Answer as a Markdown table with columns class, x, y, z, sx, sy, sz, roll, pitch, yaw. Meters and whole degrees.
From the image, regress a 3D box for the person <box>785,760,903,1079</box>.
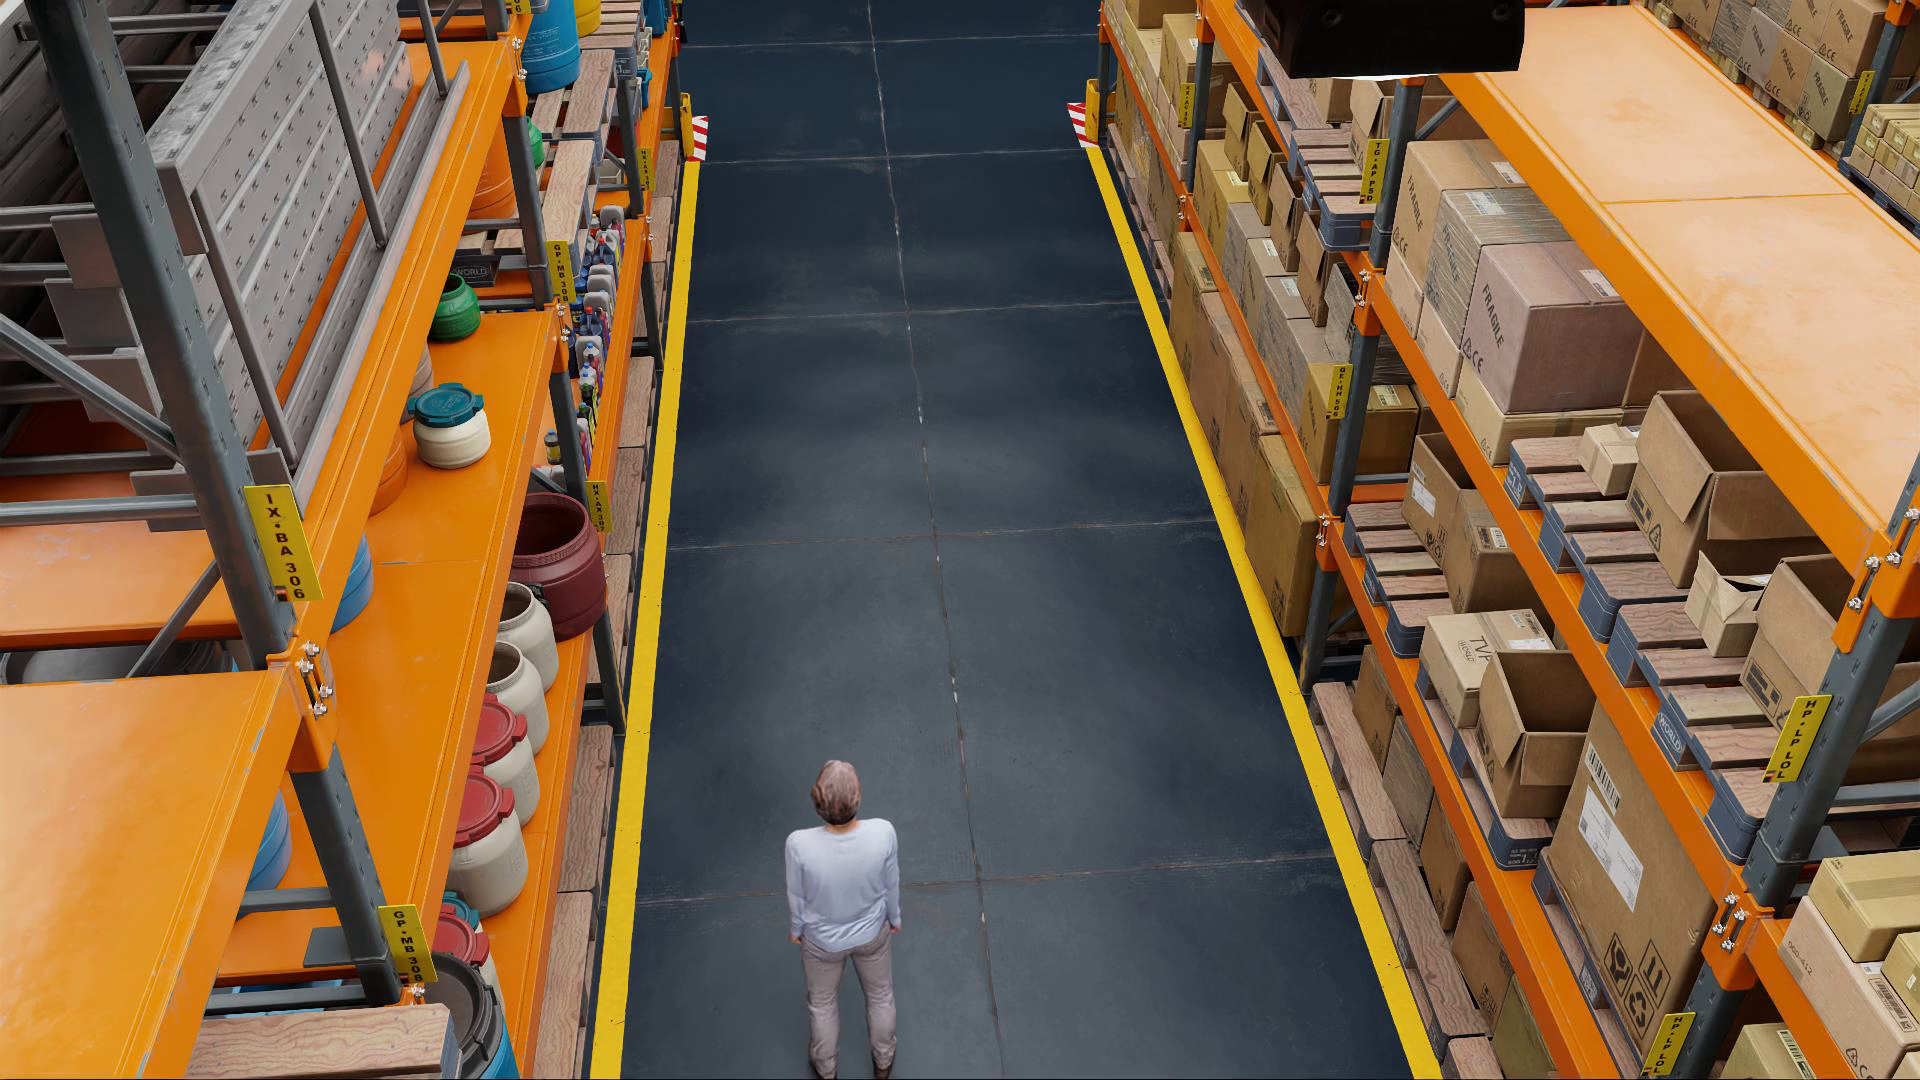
| class | x | y | z | sx | sy | sz | roll | pitch | yaw |
| --- | --- | --- | --- | --- | --- | --- | --- | --- | --- |
| person | -0.493 | 1.696 | 7.224 | 0.665 | 1.889 | 0.583 | -8 | 38 | -10 |
